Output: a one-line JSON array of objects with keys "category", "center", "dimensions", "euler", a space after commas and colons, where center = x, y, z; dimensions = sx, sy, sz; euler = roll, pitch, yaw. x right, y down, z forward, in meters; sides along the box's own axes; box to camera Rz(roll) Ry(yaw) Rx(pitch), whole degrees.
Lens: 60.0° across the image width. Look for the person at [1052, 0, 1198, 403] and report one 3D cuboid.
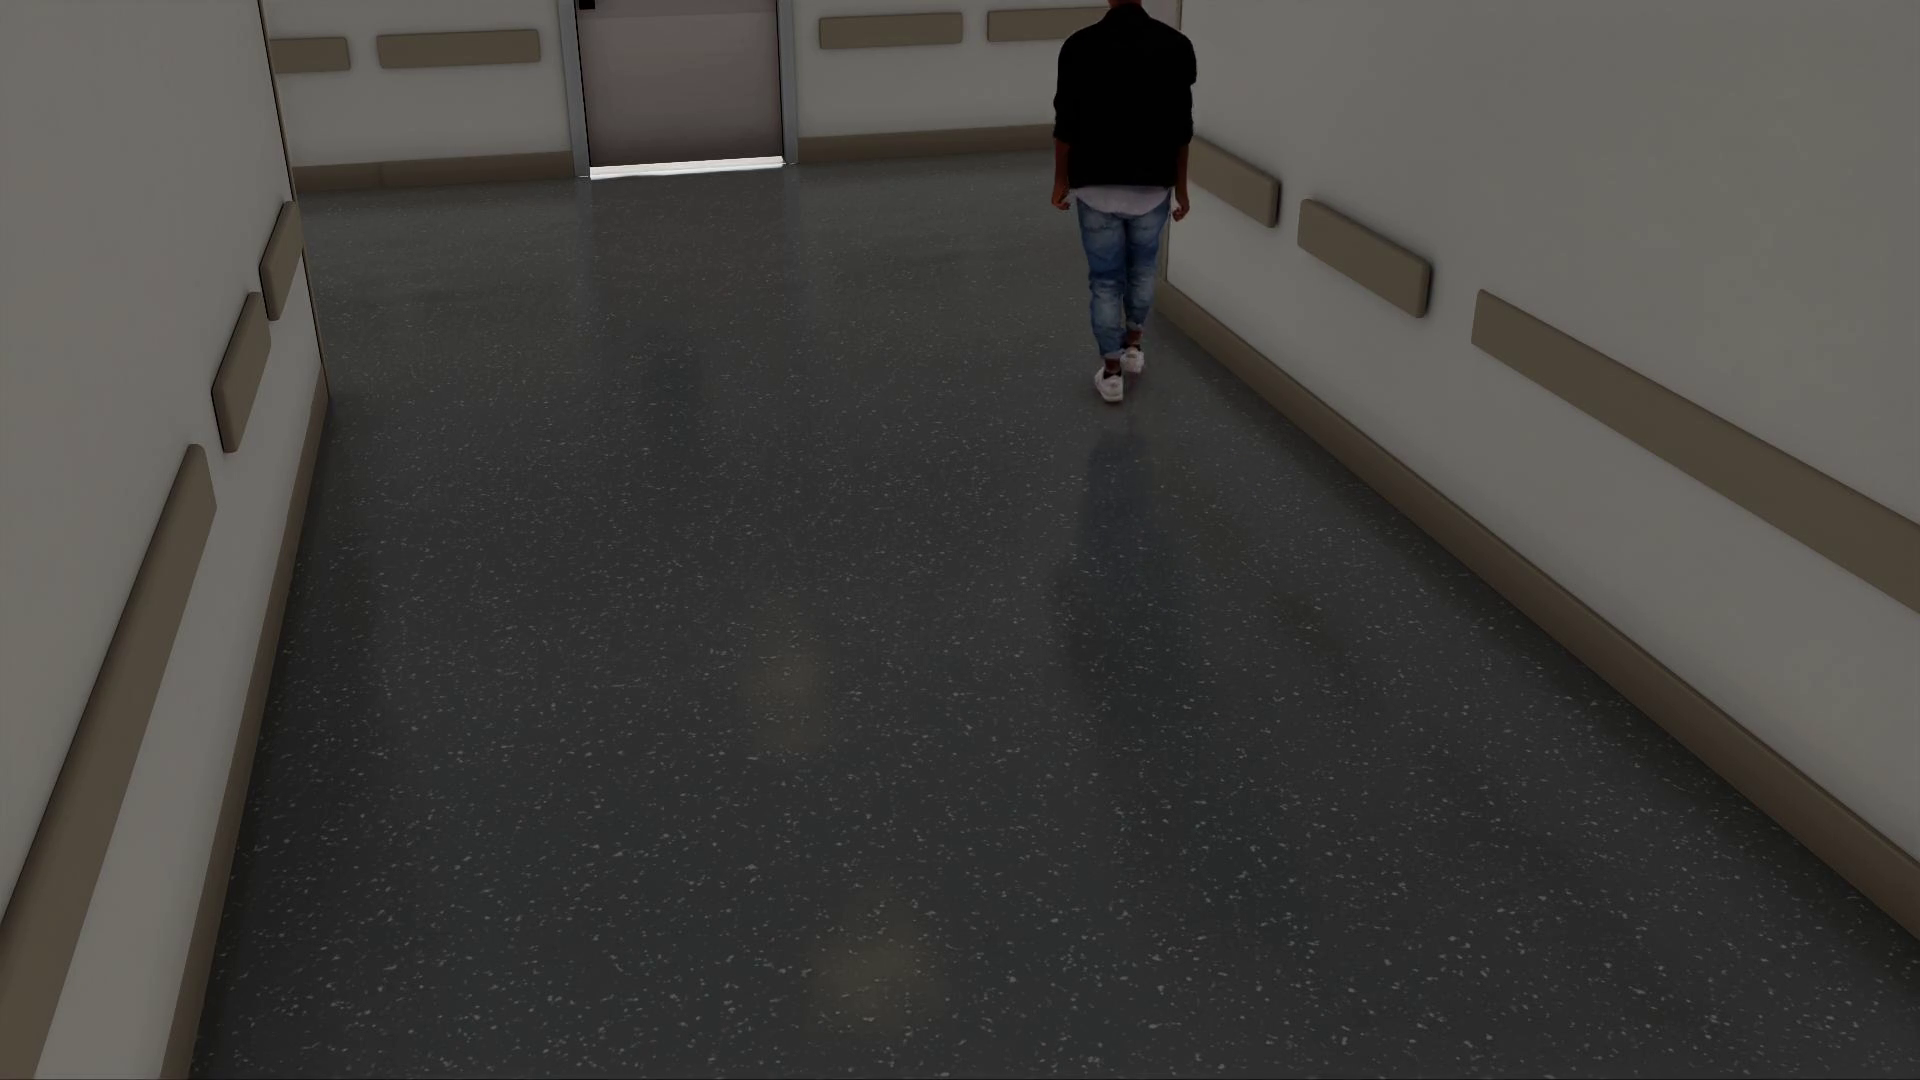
[{"category": "person", "center": [0.653, -1.413, 6.574], "dimensions": [0.757, 1.799, 0.850], "euler": [-1, 26, -3]}]
